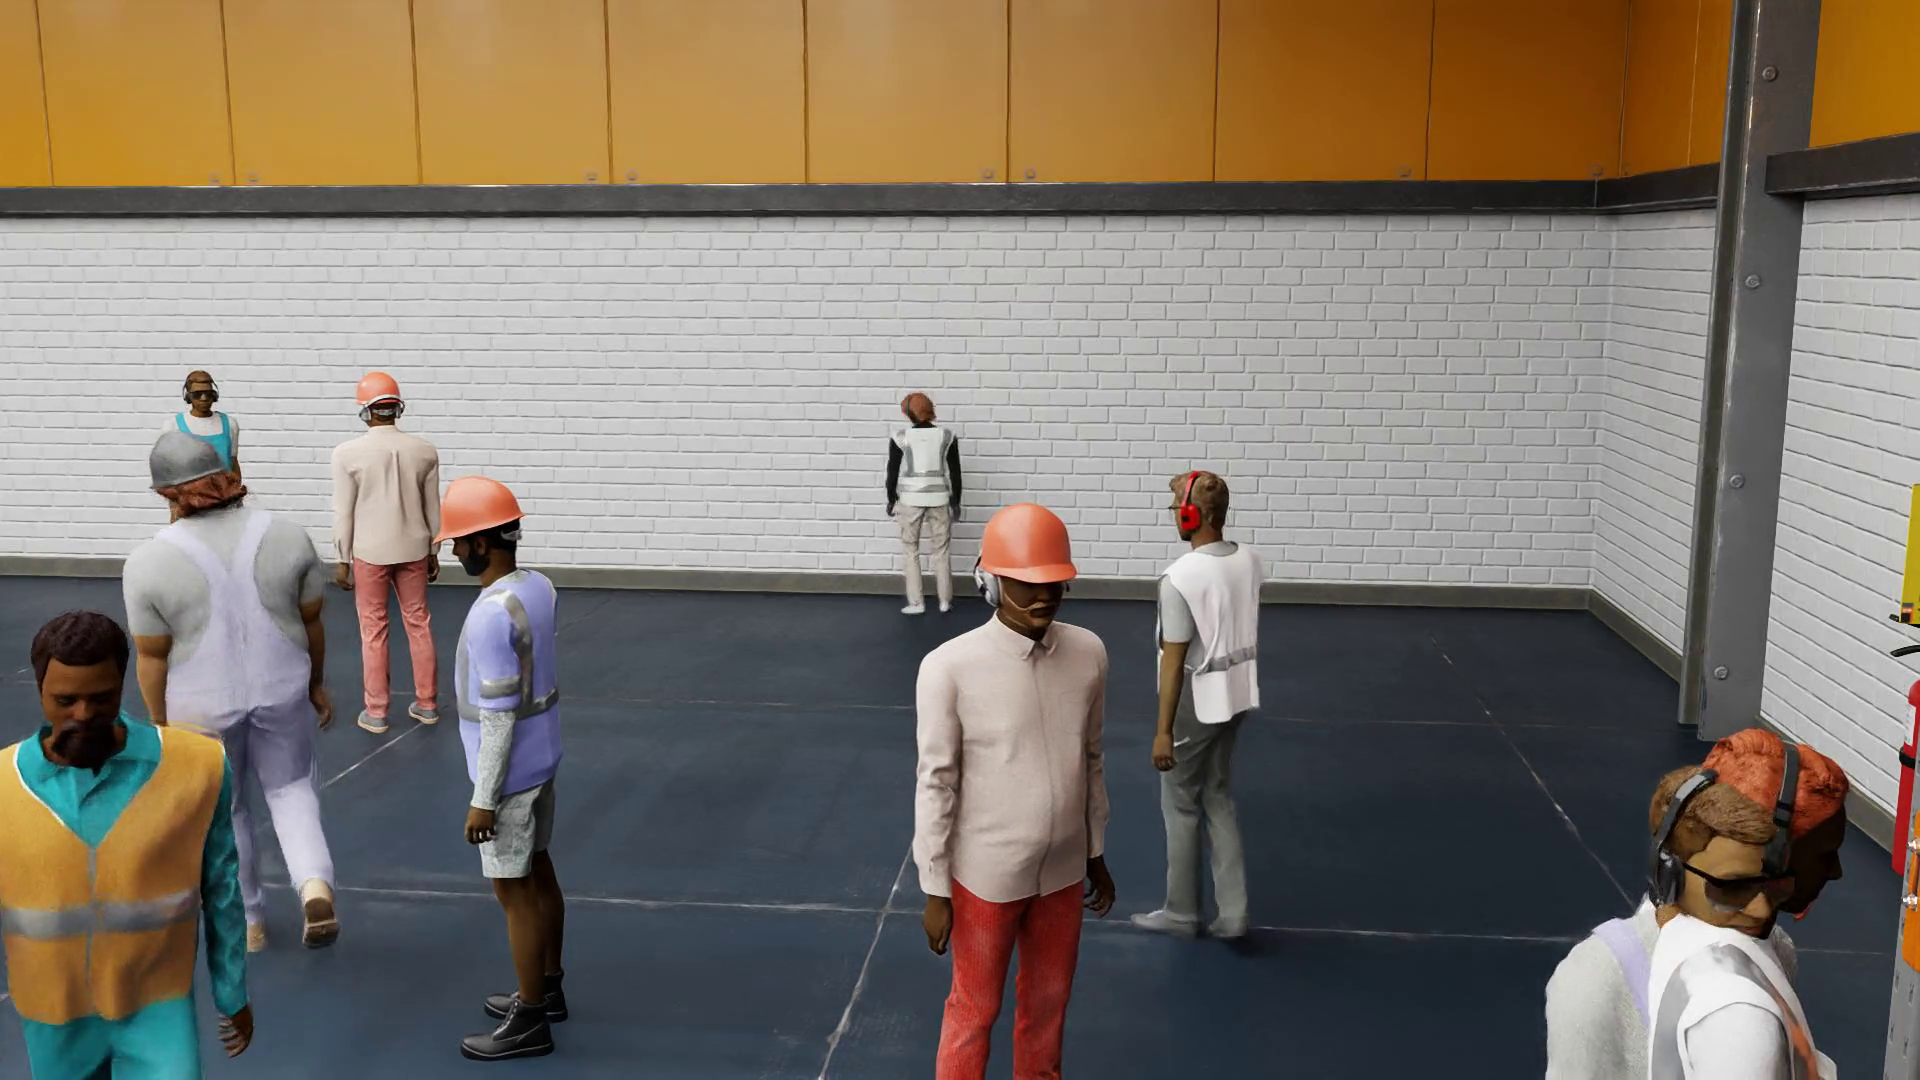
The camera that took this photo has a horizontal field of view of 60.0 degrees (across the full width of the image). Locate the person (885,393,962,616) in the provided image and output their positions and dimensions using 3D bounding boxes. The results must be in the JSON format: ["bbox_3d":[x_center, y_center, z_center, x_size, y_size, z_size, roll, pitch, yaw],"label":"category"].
[{"bbox_3d":[-0.260,-0.245,12.060,0.562,1.629,0.353,-2,10,-14],"label":"person"}]

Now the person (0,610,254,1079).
[{"bbox_3d":[-1.891,1.088,3.657,0.618,1.866,0.996,-4,11,-24],"label":"person"}]

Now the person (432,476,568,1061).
[{"bbox_3d":[-1.504,0.746,5.465,0.373,1.928,0.543,0,10,2],"label":"person"}]

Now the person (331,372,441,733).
[{"bbox_3d":[-3.163,0.066,9.210,0.608,1.987,0.403,-9,13,-42],"label":"person"}]

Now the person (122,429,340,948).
[{"bbox_3d":[-2.680,0.569,6.153,0.710,2.000,0.694,-7,12,-35],"label":"person"}]

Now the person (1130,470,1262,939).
[{"bbox_3d":[0.917,0.649,6.291,0.524,1.834,0.583,9,13,42],"label":"person"}]

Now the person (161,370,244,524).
[{"bbox_3d":[-5.111,-0.232,11.299,0.507,1.845,0.339,-9,14,-43],"label":"person"}]

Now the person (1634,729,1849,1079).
[{"bbox_3d":[1.254,1.235,2.781,0.355,1.887,0.574,2,10,11],"label":"person"}]

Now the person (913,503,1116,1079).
[{"bbox_3d":[0.165,0.882,4.489,0.624,1.992,0.390,-7,12,-33],"label":"person"}]

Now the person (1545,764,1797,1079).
[{"bbox_3d":[1.186,1.250,2.848,0.528,1.847,0.372,-4,11,-24],"label":"person"}]
